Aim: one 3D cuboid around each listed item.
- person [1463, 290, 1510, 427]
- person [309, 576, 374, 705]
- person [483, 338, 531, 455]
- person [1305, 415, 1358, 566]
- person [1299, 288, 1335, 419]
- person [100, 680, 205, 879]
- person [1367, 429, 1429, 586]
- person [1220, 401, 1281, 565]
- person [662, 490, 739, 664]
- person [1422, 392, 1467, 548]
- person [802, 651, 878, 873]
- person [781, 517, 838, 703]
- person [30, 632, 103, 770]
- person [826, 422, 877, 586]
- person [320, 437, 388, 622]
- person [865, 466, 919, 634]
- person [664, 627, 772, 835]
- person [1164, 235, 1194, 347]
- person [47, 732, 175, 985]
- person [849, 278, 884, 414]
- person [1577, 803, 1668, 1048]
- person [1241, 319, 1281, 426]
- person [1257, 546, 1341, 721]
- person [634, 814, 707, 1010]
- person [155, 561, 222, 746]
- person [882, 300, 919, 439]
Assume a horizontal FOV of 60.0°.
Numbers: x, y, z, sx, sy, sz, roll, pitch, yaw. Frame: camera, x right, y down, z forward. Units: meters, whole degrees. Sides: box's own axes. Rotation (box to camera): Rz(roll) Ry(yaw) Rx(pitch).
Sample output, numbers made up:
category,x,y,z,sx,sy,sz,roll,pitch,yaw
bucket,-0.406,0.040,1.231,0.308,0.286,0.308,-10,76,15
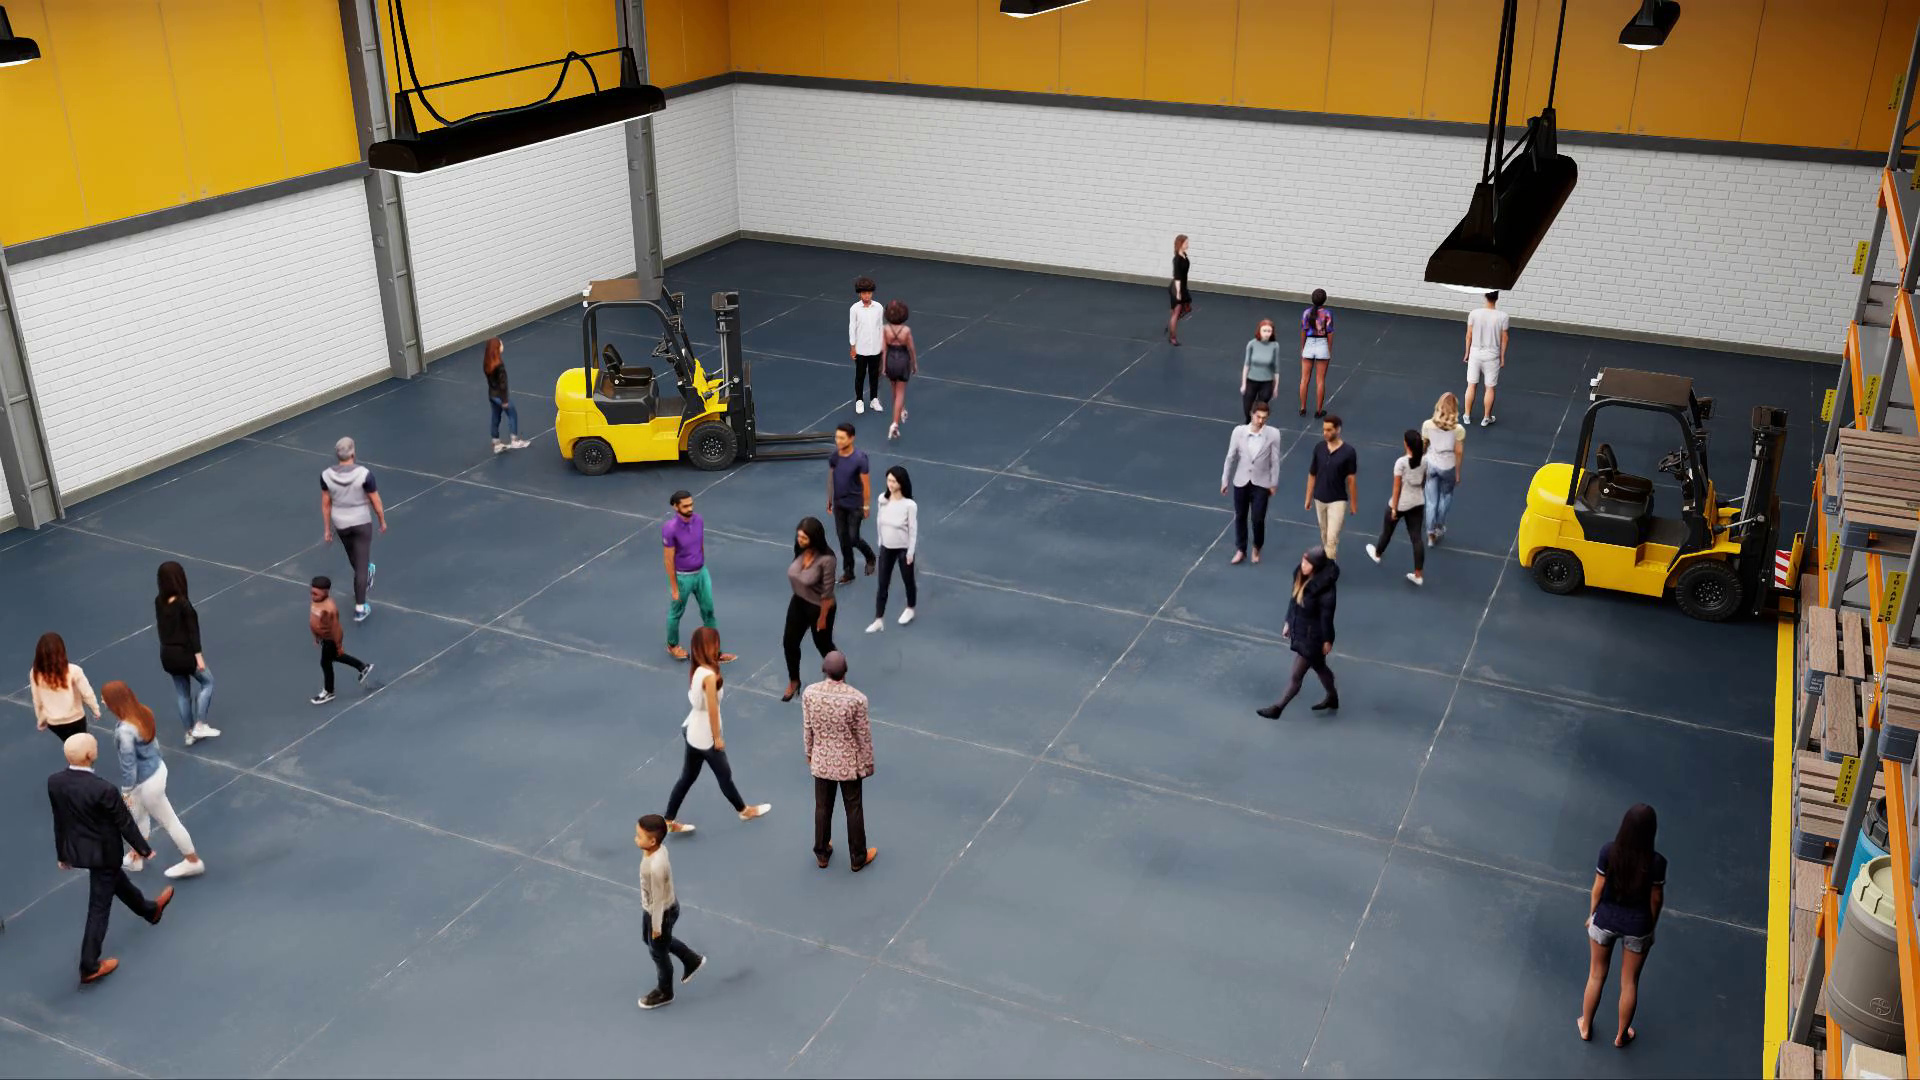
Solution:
category,x,y,z,sx,sy,sz,roll,pitch,yaw
person,6.819,-2.400,21.614,0.669,1.849,0.549,11,26,24
person,-5.601,0.853,14.939,0.907,1.236,0.739,-17,29,-34
person,-5.784,-1.777,20.662,0.693,1.471,0.766,20,31,38
person,3.860,-0.426,17.135,0.805,1.820,1.105,16,28,32
person,4.686,-2.472,21.914,0.579,1.741,0.501,11,26,24
person,-5.893,1.773,12.289,1.023,1.671,0.992,-6,24,-13
person,4.658,-0.305,17.143,1.062,1.592,1.134,-8,25,-17
person,3.129,-0.637,17.596,0.709,1.837,0.582,14,27,29
person,-2.608,0.328,15.518,0.921,1.732,1.076,20,30,38
person,5.168,-0.732,17.972,0.638,1.710,0.712,11,26,24
person,-0.911,1.644,12.418,0.726,1.806,0.636,6,24,14
person,-1.220,0.593,14.811,0.769,1.814,0.858,20,30,38
person,-7.169,1.452,13.277,0.780,1.469,0.878,-1,24,-3
person,-1.090,-0.405,17.132,0.719,1.783,0.786,16,28,32
person,-5.992,-0.067,16.369,1.033,1.776,1.292,0,24,-1
person,-0.552,0.053,16.218,0.670,1.677,0.931,12,26,26
person,-2.069,1.526,12.777,1.133,1.734,1.042,-9,25,-20
person,3.183,-3.731,24.852,0.661,1.695,0.559,9,25,20
person,-5.890,2.179,11.260,0.801,1.752,1.221,8,25,17
person,-1.235,-2.595,22.109,0.719,1.809,0.781,-9,25,-19
person,4.219,2.458,10.604,0.564,1.766,0.511,11,26,24
person,3.712,-1.919,20.655,0.698,1.736,0.722,3,24,8
person,3.141,0.825,14.522,1.142,1.621,1.098,-7,25,-16
person,-1.925,2.435,11.045,0.826,1.455,0.771,-7,25,-16
person,-6.648,1.007,14.101,0.632,1.624,0.653,9,25,19
person,-0.801,-2.123,21.124,0.749,1.734,1.164,5,24,11
